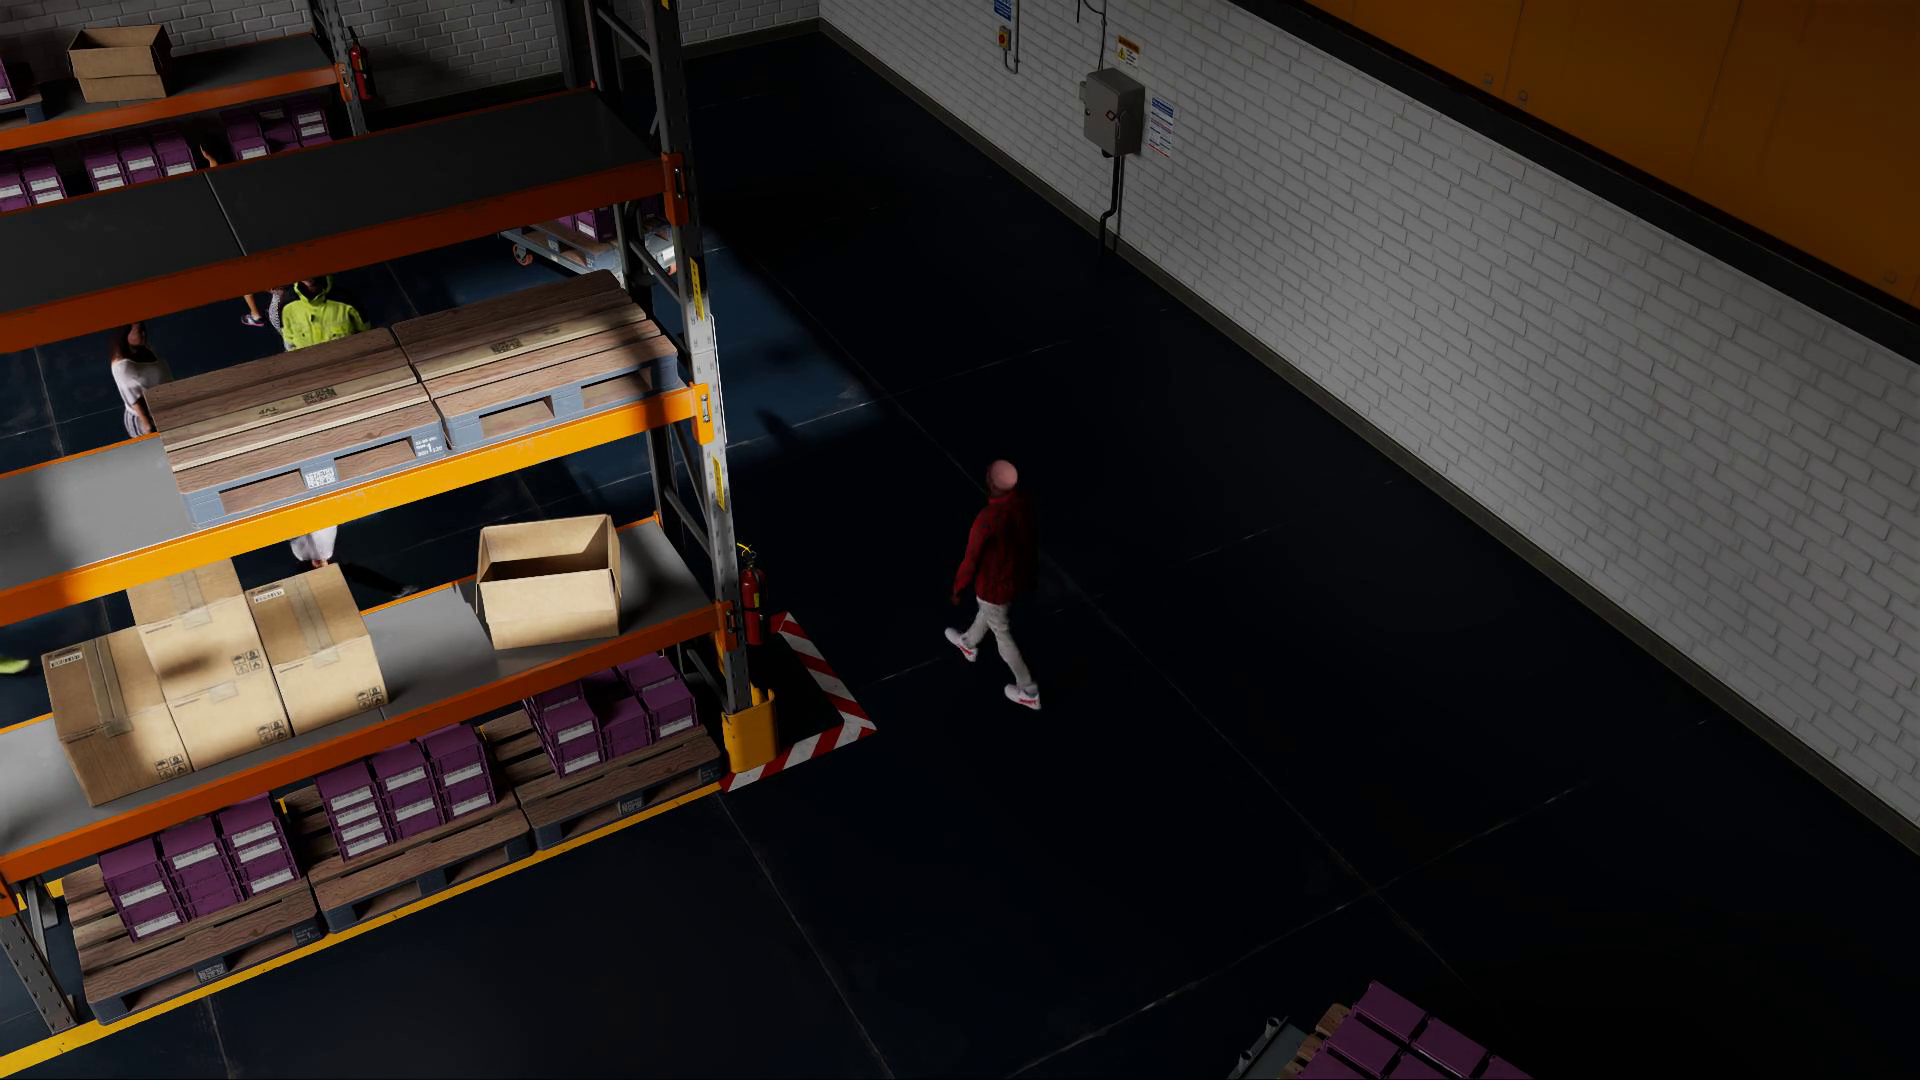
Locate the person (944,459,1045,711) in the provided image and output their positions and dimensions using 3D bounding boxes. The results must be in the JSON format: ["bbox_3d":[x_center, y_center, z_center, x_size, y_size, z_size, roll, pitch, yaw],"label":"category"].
[{"bbox_3d":[0.310,0.302,10.379,1.191,1.780,0.958,-31,48,-33],"label":"person"}]

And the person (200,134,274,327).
[{"bbox_3d":[-6.108,-2.619,14.081,0.697,1.724,0.584,26,45,29],"label":"person"}]
